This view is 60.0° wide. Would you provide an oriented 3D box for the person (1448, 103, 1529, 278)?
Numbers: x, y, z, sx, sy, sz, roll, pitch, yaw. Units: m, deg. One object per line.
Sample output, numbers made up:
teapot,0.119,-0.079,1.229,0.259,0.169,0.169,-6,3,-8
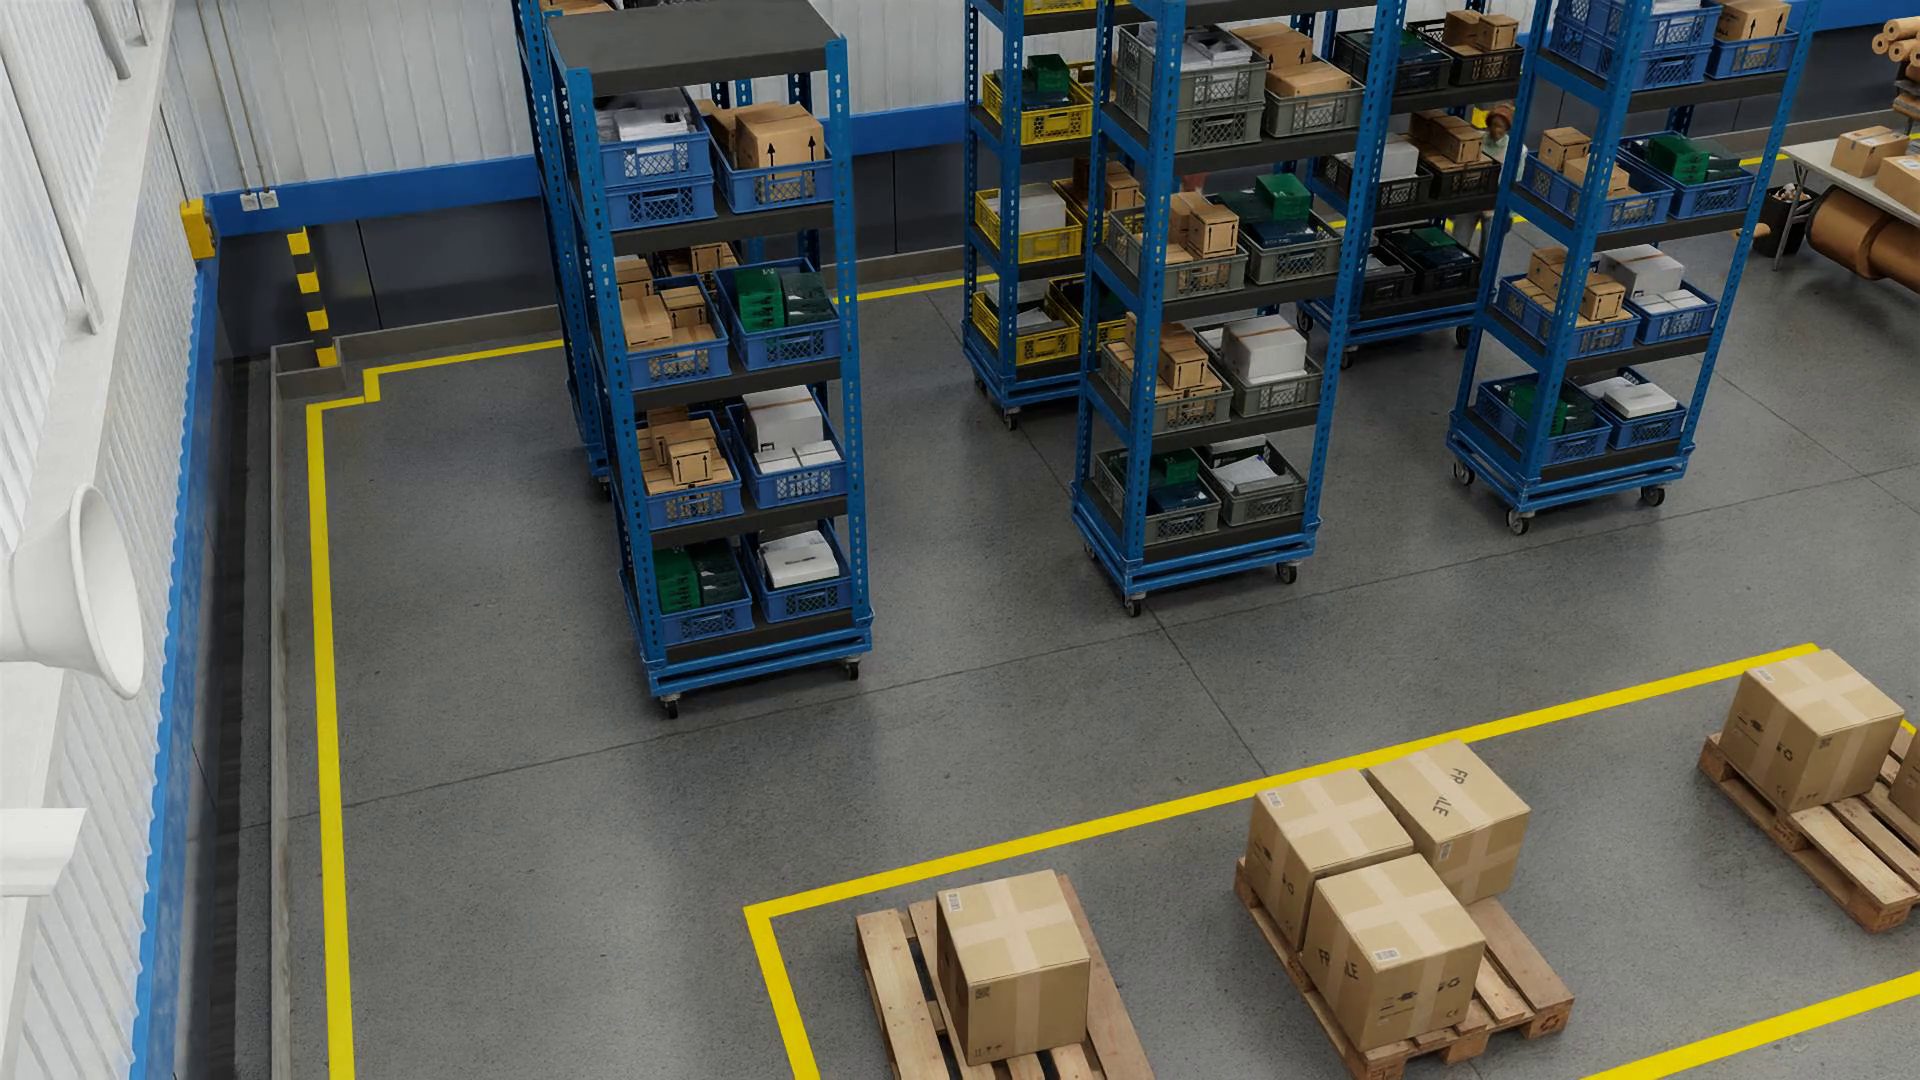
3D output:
person,3.879,-2.444,12.323,0.517,1.631,0.335,21,40,27
